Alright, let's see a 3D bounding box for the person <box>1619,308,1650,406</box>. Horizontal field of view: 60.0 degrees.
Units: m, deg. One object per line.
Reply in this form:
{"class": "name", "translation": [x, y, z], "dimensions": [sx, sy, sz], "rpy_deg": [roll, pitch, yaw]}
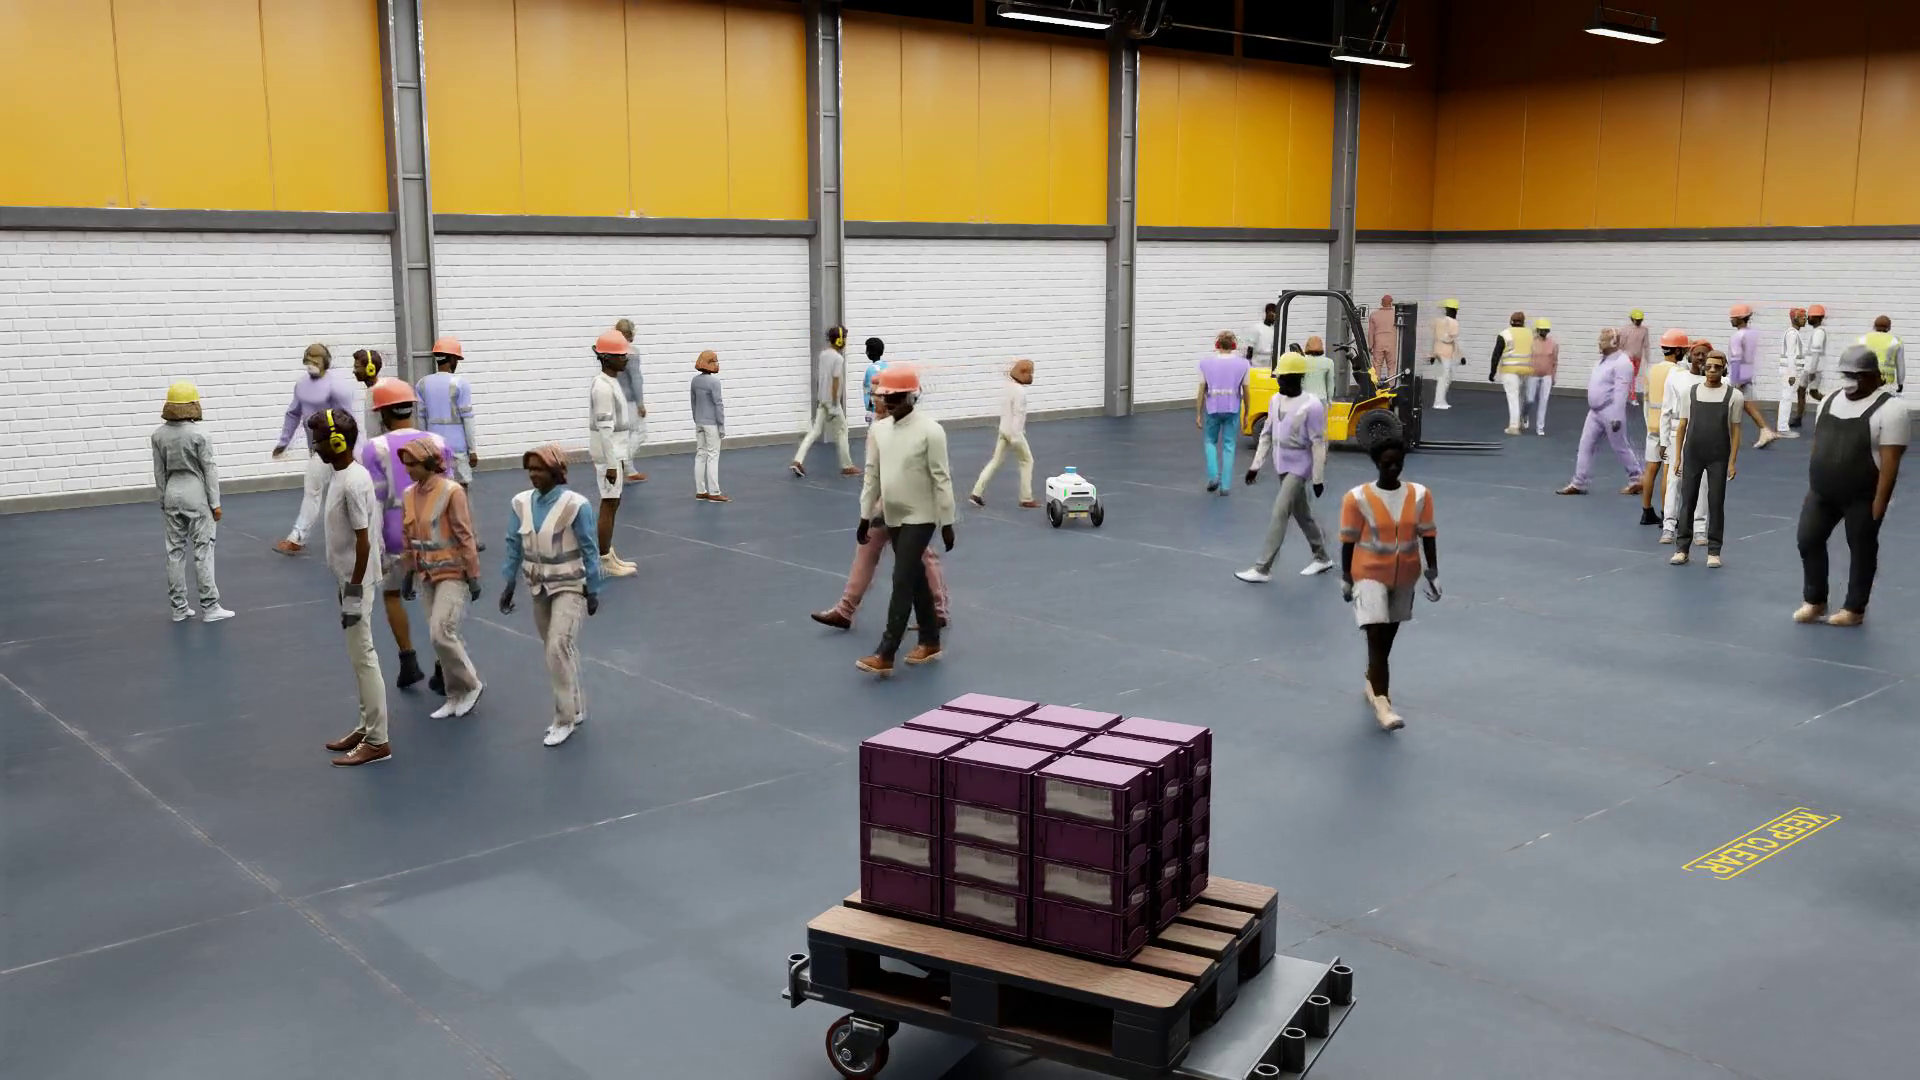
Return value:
{"class": "person", "translation": [11.935, -3.269, 29.595], "dimensions": [0.544, 1.722, 0.839], "rpy_deg": [-2, 10, -9]}

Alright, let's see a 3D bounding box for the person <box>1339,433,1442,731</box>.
{"class": "person", "translation": [2.426, 0.216, 9.406], "dimensions": [0.533, 1.644, 0.875], "rpy_deg": [-1, 10, -9]}

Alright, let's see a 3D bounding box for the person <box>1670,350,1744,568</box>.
{"class": "person", "translation": [6.343, -0.688, 14.137], "dimensions": [0.507, 1.847, 0.345], "rpy_deg": [6, 11, 30]}

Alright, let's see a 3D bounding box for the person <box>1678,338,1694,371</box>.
{"class": "person", "translation": [8.965, -1.675, 20.559], "dimensions": [0.321, 1.631, 0.523], "rpy_deg": [7, 12, 37]}

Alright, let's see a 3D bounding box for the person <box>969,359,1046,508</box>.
{"class": "person", "translation": [0.476, -1.106, 17.378], "dimensions": [0.785, 1.578, 0.523], "rpy_deg": [-3, 10, -16]}

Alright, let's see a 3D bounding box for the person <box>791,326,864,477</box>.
{"class": "person", "translation": [-1.614, -1.654, 19.893], "dimensions": [0.966, 1.824, 0.581], "rpy_deg": [-7, 12, -36]}

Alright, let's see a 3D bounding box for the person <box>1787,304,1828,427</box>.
{"class": "person", "translation": [13.124, -2.644, 25.412], "dimensions": [0.845, 1.910, 0.551], "rpy_deg": [4, 10, 22]}

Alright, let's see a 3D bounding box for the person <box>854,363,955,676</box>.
{"class": "person", "translation": [-0.431, -0.127, 10.506], "dimensions": [0.940, 1.955, 0.655], "rpy_deg": [-9, 13, -43]}

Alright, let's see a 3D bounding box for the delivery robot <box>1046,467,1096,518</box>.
{"class": "delivery robot", "translation": [1.090, -0.480, 16.419], "dimensions": [0.477, 0.478, 0.707], "rpy_deg": [-2, 10, -12]}

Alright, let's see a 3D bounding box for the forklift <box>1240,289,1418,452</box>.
{"class": "forklift", "translation": [5.034, -2.339, 22.783], "dimensions": [2.313, 2.155, 1.214], "rpy_deg": [3, 10, 16]}

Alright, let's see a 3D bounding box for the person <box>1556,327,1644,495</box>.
{"class": "person", "translation": [7.153, -1.407, 18.315], "dimensions": [0.971, 1.866, 0.654], "rpy_deg": [-2, 10, -9]}

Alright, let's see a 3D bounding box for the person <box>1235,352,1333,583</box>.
{"class": "person", "translation": [2.703, -0.592, 13.508], "dimensions": [1.014, 1.877, 0.605], "rpy_deg": [-4, 10, -22]}

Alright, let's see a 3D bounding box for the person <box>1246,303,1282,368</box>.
{"class": "person", "translation": [4.570, -2.623, 25.255], "dimensions": [0.702, 1.927, 0.368], "rpy_deg": [-8, 13, -40]}

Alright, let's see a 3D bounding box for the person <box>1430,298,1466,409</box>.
{"class": "person", "translation": [8.421, -3.206, 28.701], "dimensions": [0.588, 1.902, 0.601], "rpy_deg": [-2, 10, -11]}

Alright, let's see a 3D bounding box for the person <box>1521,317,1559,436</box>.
{"class": "person", "translation": [8.569, -2.439, 24.664], "dimensions": [0.536, 1.747, 0.597], "rpy_deg": [1, 10, 4]}

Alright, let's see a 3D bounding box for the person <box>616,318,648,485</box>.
{"class": "person", "translation": [-3.837, -1.587, 19.147], "dimensions": [0.492, 1.933, 0.664], "rpy_deg": [-8, 13, -39]}

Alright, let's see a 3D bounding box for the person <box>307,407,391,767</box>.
{"class": "person", "translation": [-3.173, 0.242, 8.642], "dimensions": [0.328, 1.865, 0.521], "rpy_deg": [-4, 11, -23]}

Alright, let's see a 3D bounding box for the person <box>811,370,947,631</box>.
{"class": "person", "translation": [-0.515, -0.254, 11.592], "dimensions": [0.959, 1.850, 0.633], "rpy_deg": [-6, 11, -30]}

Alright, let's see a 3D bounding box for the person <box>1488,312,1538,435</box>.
{"class": "person", "translation": [8.251, -2.496, 24.823], "dimensions": [0.656, 1.799, 0.784], "rpy_deg": [-1, 10, -5]}

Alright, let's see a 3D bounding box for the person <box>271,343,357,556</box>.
{"class": "person", "translation": [-5.697, -0.814, 14.790], "dimensions": [0.730, 1.879, 1.026], "rpy_deg": [8, 13, 40]}

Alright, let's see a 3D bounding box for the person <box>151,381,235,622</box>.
{"class": "person", "translation": [-5.559, -0.274, 12.018], "dimensions": [0.487, 1.744, 0.297], "rpy_deg": [2, 10, 10]}

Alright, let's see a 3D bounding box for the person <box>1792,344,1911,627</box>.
{"class": "person", "translation": [6.248, -0.379, 11.758], "dimensions": [0.642, 2.000, 0.713], "rpy_deg": [-5, 11, -27]}

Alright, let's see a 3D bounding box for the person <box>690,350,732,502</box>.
{"class": "person", "translation": [-2.698, -1.224, 17.899], "dimensions": [0.497, 1.633, 0.284], "rpy_deg": [9, 14, 44]}

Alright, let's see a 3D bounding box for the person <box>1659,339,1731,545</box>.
{"class": "person", "translation": [6.702, -0.891, 15.215], "dimensions": [0.575, 1.885, 0.355], "rpy_deg": [3, 10, 19]}

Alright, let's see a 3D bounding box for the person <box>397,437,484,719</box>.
{"class": "person", "translation": [-2.956, 0.224, 9.431], "dimensions": [0.543, 1.622, 0.370], "rpy_deg": [7, 12, 37]}

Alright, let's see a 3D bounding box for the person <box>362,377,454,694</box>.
{"class": "person", "translation": [-3.283, -0.020, 10.019], "dimensions": [0.591, 1.908, 0.524], "rpy_deg": [-7, 12, -34]}

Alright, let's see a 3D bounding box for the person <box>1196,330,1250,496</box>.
{"class": "person", "translation": [2.908, -1.403, 18.373], "dimensions": [0.590, 1.824, 0.528], "rpy_deg": [1, 10, 5]}

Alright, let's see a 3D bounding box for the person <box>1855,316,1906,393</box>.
{"class": "person", "translation": [12.882, -2.235, 23.325], "dimensions": [0.665, 1.794, 0.925], "rpy_deg": [7, 12, 37]}

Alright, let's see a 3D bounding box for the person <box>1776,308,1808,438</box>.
{"class": "person", "translation": [12.126, -2.432, 24.236], "dimensions": [0.342, 1.883, 0.587], "rpy_deg": [5, 11, 26]}

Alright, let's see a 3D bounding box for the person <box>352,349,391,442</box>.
{"class": "person", "translation": [-4.959, -0.695, 14.152], "dimensions": [0.545, 1.854, 0.498], "rpy_deg": [-3, 10, -15]}

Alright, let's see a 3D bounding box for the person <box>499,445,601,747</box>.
{"class": "person", "translation": [-2.238, 0.300, 9.025], "dimensions": [0.520, 1.620, 0.636], "rpy_deg": [5, 11, 27]}

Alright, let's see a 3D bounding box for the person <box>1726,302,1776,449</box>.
{"class": "person", "translation": [10.703, -2.243, 22.763], "dimensions": [0.624, 2.014, 0.949], "rpy_deg": [-7, 12, -34]}

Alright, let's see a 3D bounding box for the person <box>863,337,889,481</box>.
{"class": "person", "translation": [-0.974, -1.530, 19.500], "dimensions": [0.319, 1.697, 0.533], "rpy_deg": [3, 10, 15]}

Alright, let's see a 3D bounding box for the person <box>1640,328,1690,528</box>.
{"class": "person", "translation": [6.883, -1.081, 16.170], "dimensions": [0.357, 1.938, 0.542], "rpy_deg": [-3, 10, -19]}

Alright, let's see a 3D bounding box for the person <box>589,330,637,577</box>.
{"class": "person", "translation": [-2.844, -0.700, 13.676], "dimensions": [0.394, 2.038, 0.606], "rpy_deg": [-1, 10, -7]}

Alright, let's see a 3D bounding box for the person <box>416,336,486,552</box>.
{"class": "person", "translation": [-4.516, -0.834, 14.752], "dimensions": [0.543, 1.928, 0.373], "rpy_deg": [3, 10, 16]}

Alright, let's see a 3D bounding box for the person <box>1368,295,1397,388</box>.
{"class": "person", "translation": [8.054, -3.678, 31.468], "dimensions": [0.651, 1.907, 0.409], "rpy_deg": [3, 10, 17]}

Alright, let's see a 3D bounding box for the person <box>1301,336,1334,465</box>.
{"class": "person", "translation": [4.473, -1.762, 21.049], "dimensions": [0.507, 1.630, 0.268], "rpy_deg": [0, 10, -1]}
